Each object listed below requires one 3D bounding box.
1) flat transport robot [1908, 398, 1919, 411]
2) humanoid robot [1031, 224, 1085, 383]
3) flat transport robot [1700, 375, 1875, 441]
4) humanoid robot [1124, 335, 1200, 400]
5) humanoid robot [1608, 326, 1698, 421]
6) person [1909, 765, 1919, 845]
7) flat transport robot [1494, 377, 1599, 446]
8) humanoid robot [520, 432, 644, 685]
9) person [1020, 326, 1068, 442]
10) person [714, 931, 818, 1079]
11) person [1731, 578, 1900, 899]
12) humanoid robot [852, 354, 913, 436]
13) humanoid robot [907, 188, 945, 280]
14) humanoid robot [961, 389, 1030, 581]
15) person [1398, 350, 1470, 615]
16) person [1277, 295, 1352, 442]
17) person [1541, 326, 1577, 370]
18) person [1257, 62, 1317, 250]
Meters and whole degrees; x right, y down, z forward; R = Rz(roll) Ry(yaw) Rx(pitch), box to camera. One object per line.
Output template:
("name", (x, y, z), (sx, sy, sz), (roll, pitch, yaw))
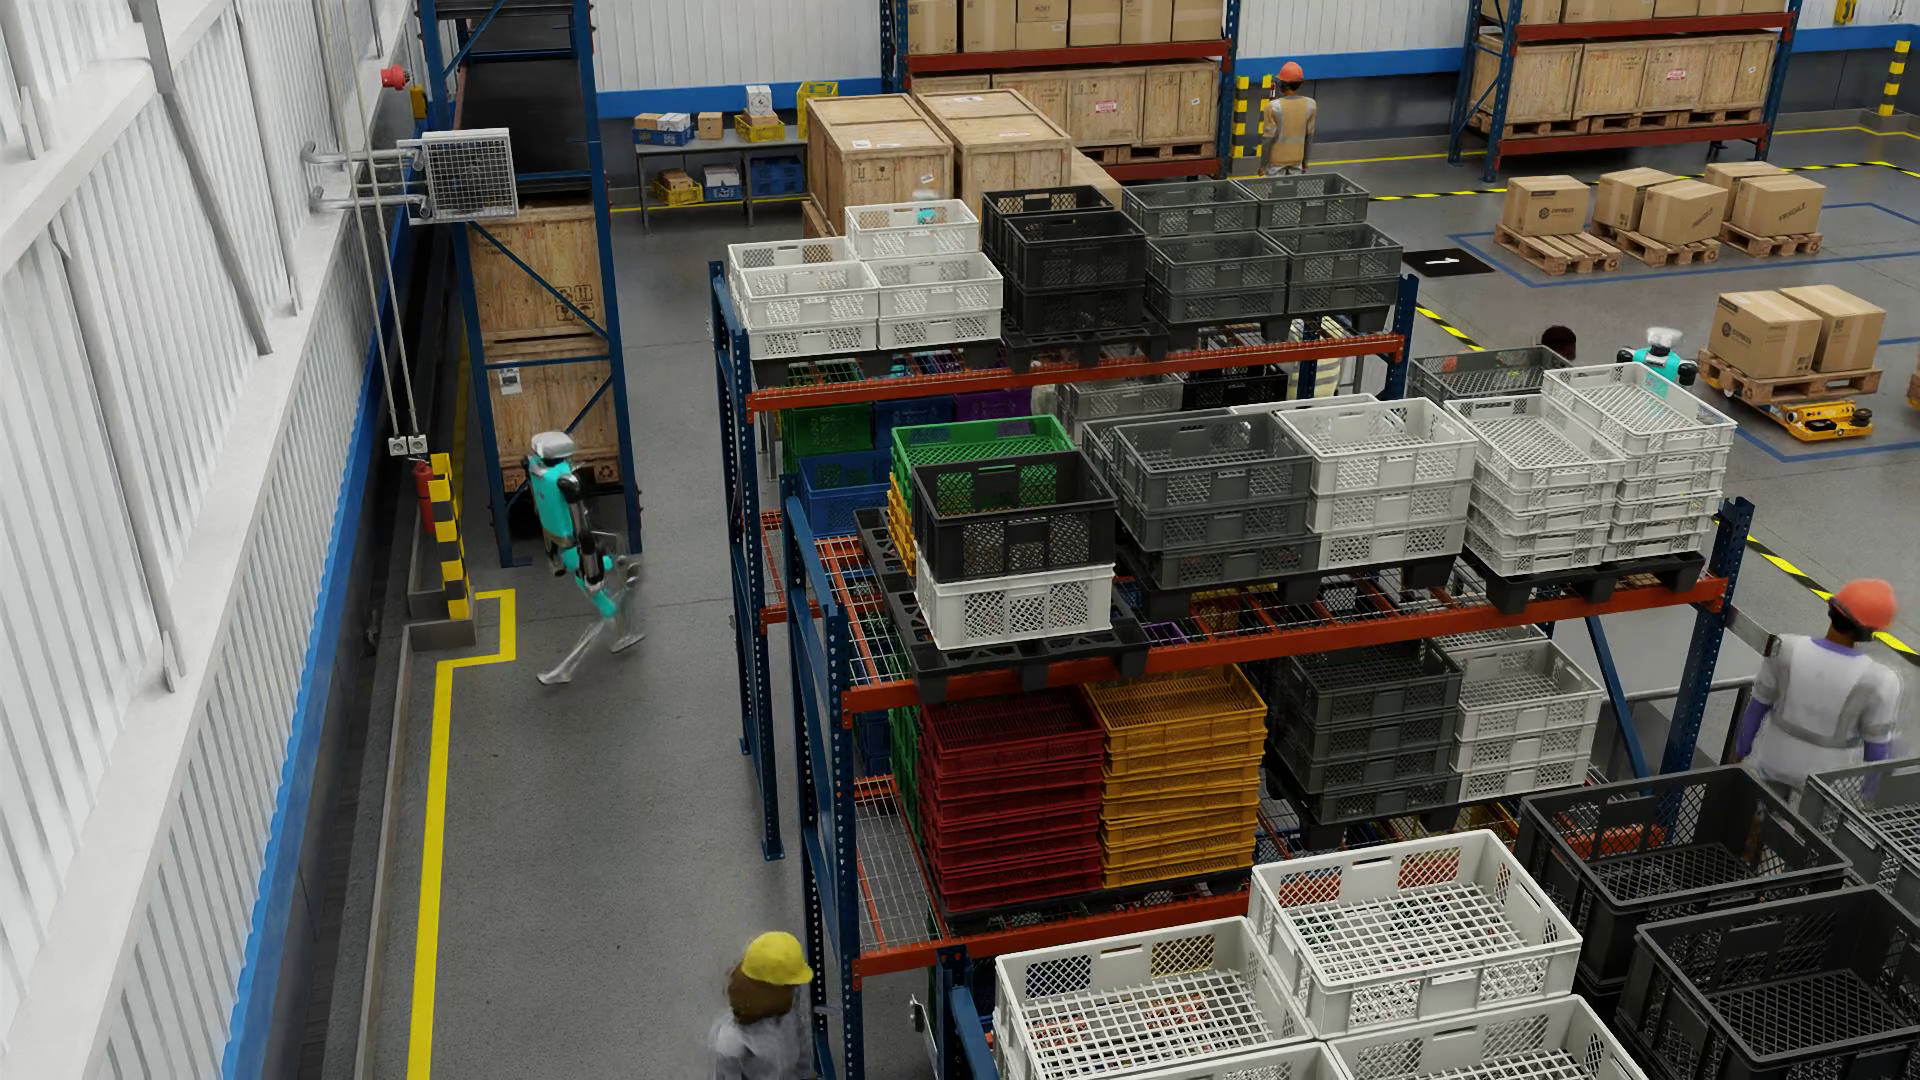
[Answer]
("flat transport robot", (8.724, -0.978, 13.873), (0.652, 0.197, 1.431), (-6, 28, -12))
("humanoid robot", (0.802, -1.934, 14.207), (0.555, 1.639, 0.600), (-7, 29, -12))
("flat transport robot", (7.143, -1.253, 14.394), (0.652, 0.197, 1.431), (-6, 28, -12))
("humanoid robot", (1.505, -1.119, 12.665), (0.595, 1.644, 0.409), (9, 29, 16))
("humanoid robot", (4.887, -0.787, 11.820), (0.533, 1.677, 0.735), (16, 32, 28))
("person", (4.890, 1.138, 8.280), (0.533, 1.767, 0.314), (-18, 33, -31))
("flat transport robot", (4.780, -1.036, 14.013), (0.659, 0.231, 1.431), (-6, 28, -12))
("humanoid robot", (-2.273, 0.081, 10.335), (0.540, 1.735, 1.032), (25, 37, 38))
("person", (0.574, -0.622, 11.559), (0.361, 1.831, 0.500), (-12, 30, -22))
("person", (-0.765, 2.164, 6.393), (0.568, 1.711, 0.560), (14, 31, 25))
("person", (4.137, 1.086, 8.120), (0.459, 2.018, 0.674), (-25, 37, -39))
("humanoid robot", (-0.329, -0.696, 11.835), (0.546, 1.764, 0.987), (17, 32, 29))
("humanoid robot", (0.005, -2.262, 14.790), (0.931, 1.775, 0.546), (-6, 28, -12))
("humanoid robot", (0.025, -0.144, 10.850), (0.803, 1.859, 0.530), (-12, 30, -21))
("person", (3.149, -0.318, 10.859), (0.361, 1.939, 0.542), (-18, 33, -30))
("person", (2.602, -1.134, 12.511), (0.623, 1.844, 0.431), (-12, 30, -21))
("person", (3.939, -0.581, 11.413), (0.869, 1.888, 0.598), (14, 31, 25))
("person", (3.498, -4.120, 17.965), (0.608, 2.042, 0.378), (-8, 29, -16))
